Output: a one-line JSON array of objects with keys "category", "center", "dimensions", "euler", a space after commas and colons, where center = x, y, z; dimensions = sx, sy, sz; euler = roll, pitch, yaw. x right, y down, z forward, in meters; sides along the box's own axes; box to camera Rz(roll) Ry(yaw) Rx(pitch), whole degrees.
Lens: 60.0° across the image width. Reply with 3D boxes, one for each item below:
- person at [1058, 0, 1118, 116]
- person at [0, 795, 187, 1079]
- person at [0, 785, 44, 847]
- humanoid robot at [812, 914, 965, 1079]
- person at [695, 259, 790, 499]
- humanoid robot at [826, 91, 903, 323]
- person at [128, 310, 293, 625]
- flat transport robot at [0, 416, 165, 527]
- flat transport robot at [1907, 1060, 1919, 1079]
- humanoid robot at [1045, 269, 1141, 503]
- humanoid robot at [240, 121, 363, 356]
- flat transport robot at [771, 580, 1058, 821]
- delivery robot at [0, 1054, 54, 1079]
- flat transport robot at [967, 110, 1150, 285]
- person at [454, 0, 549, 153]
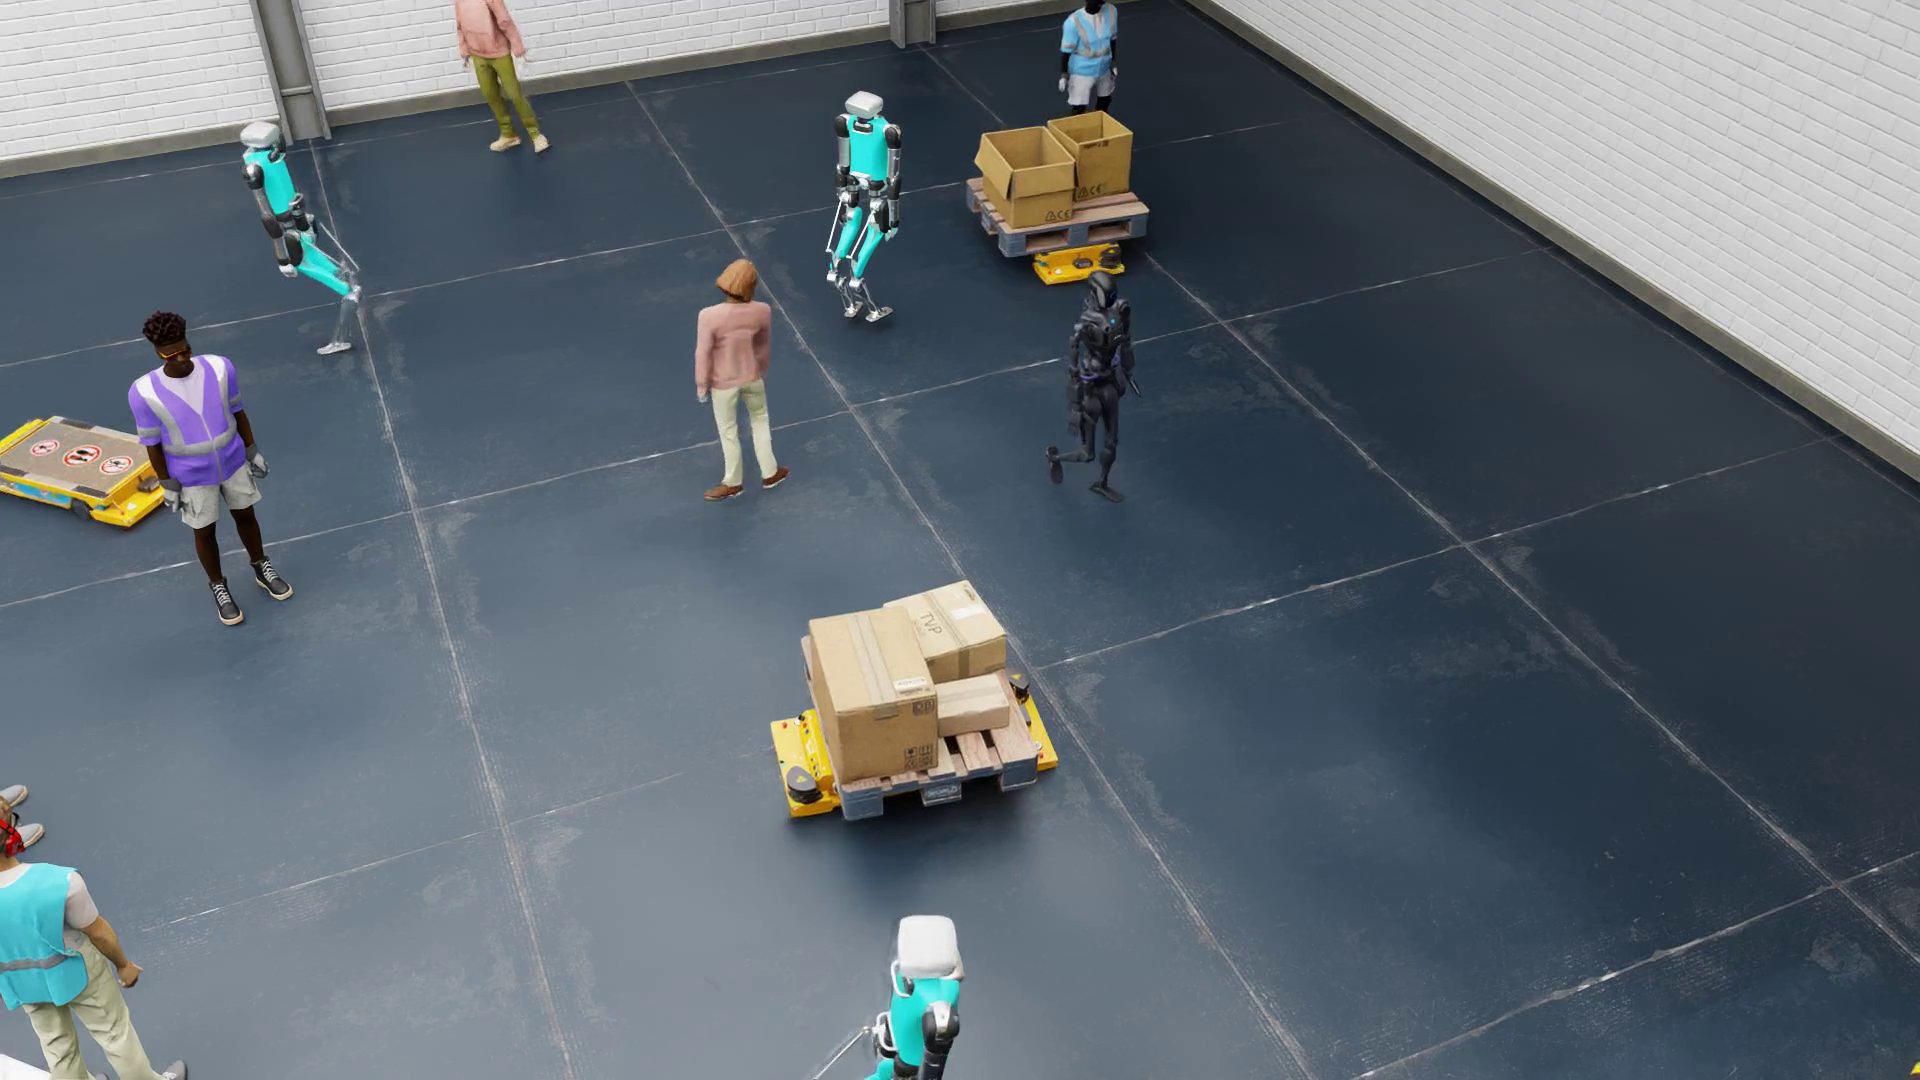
[{"category": "person", "center": [1.143, -4.104, 14.461], "dimensions": [0.728, 1.673, 0.473], "euler": [-20, 42, -24]}, {"category": "person", "center": [-3.641, 1.753, 6.696], "dimensions": [0.562, 1.847, 0.389], "euler": [-5, 38, -6]}, {"category": "person", "center": [-4.893, 0.725, 8.021], "dimensions": [0.366, 1.873, 0.589], "euler": [-25, 44, -29]}, {"category": "humanoid robot", "center": [-0.359, 2.147, 6.369], "dimensions": [0.748, 1.889, 0.545], "euler": [-7, 38, -9]}, {"category": "person", "center": [-1.438, -0.993, 10.477], "dimensions": [0.600, 1.596, 0.316], "euler": [-24, 43, -28]}, {"category": "humanoid robot", "center": [-0.764, -2.320, 11.979], "dimensions": [0.533, 1.677, 0.735], "euler": [19, 41, 23]}, {"category": "person", "center": [-4.255, -0.423, 9.433], "dimensions": [0.367, 1.966, 0.602], "euler": [31, 47, 34]}, {"category": "flat transport robot", "center": [-5.788, -0.473, 10.889], "dimensions": [1.431, 0.231, 0.659], "euler": [13, 39, 16]}, {"category": "flat transport robot", "center": [4.723, 2.588, 6.905], "dimensions": [1.431, 0.231, 0.659], "euler": [31, 47, 34]}, {"category": "humanoid robot", "center": [0.832, -0.984, 10.405], "dimensions": [0.491, 1.647, 0.607], "euler": [30, 47, 33]}, {"category": "humanoid robot", "center": [-4.551, -2.077, 11.801], "dimensions": [0.681, 1.821, 0.543], "euler": [1, 38, 1]}, {"category": "flat transport robot", "center": [-0.254, 1.065, 8.887], "dimensions": [1.431, 0.231, 0.659], "euler": [-9, 38, -11]}, {"category": "delivery robot", "center": [-4.101, 2.365, 6.964], "dimensions": [0.784, 0.599, 0.499], "euler": [13, 39, 17]}, {"category": "flat transport robot", "center": [0.762, -2.515, 13.547], "dimensions": [0.659, 0.231, 1.431], "euler": [-11, 39, -14]}, {"category": "person", "center": [-4.070, -4.261, 14.568], "dimensions": [0.635, 1.794, 0.416], "euler": [15, 40, 18]}]
